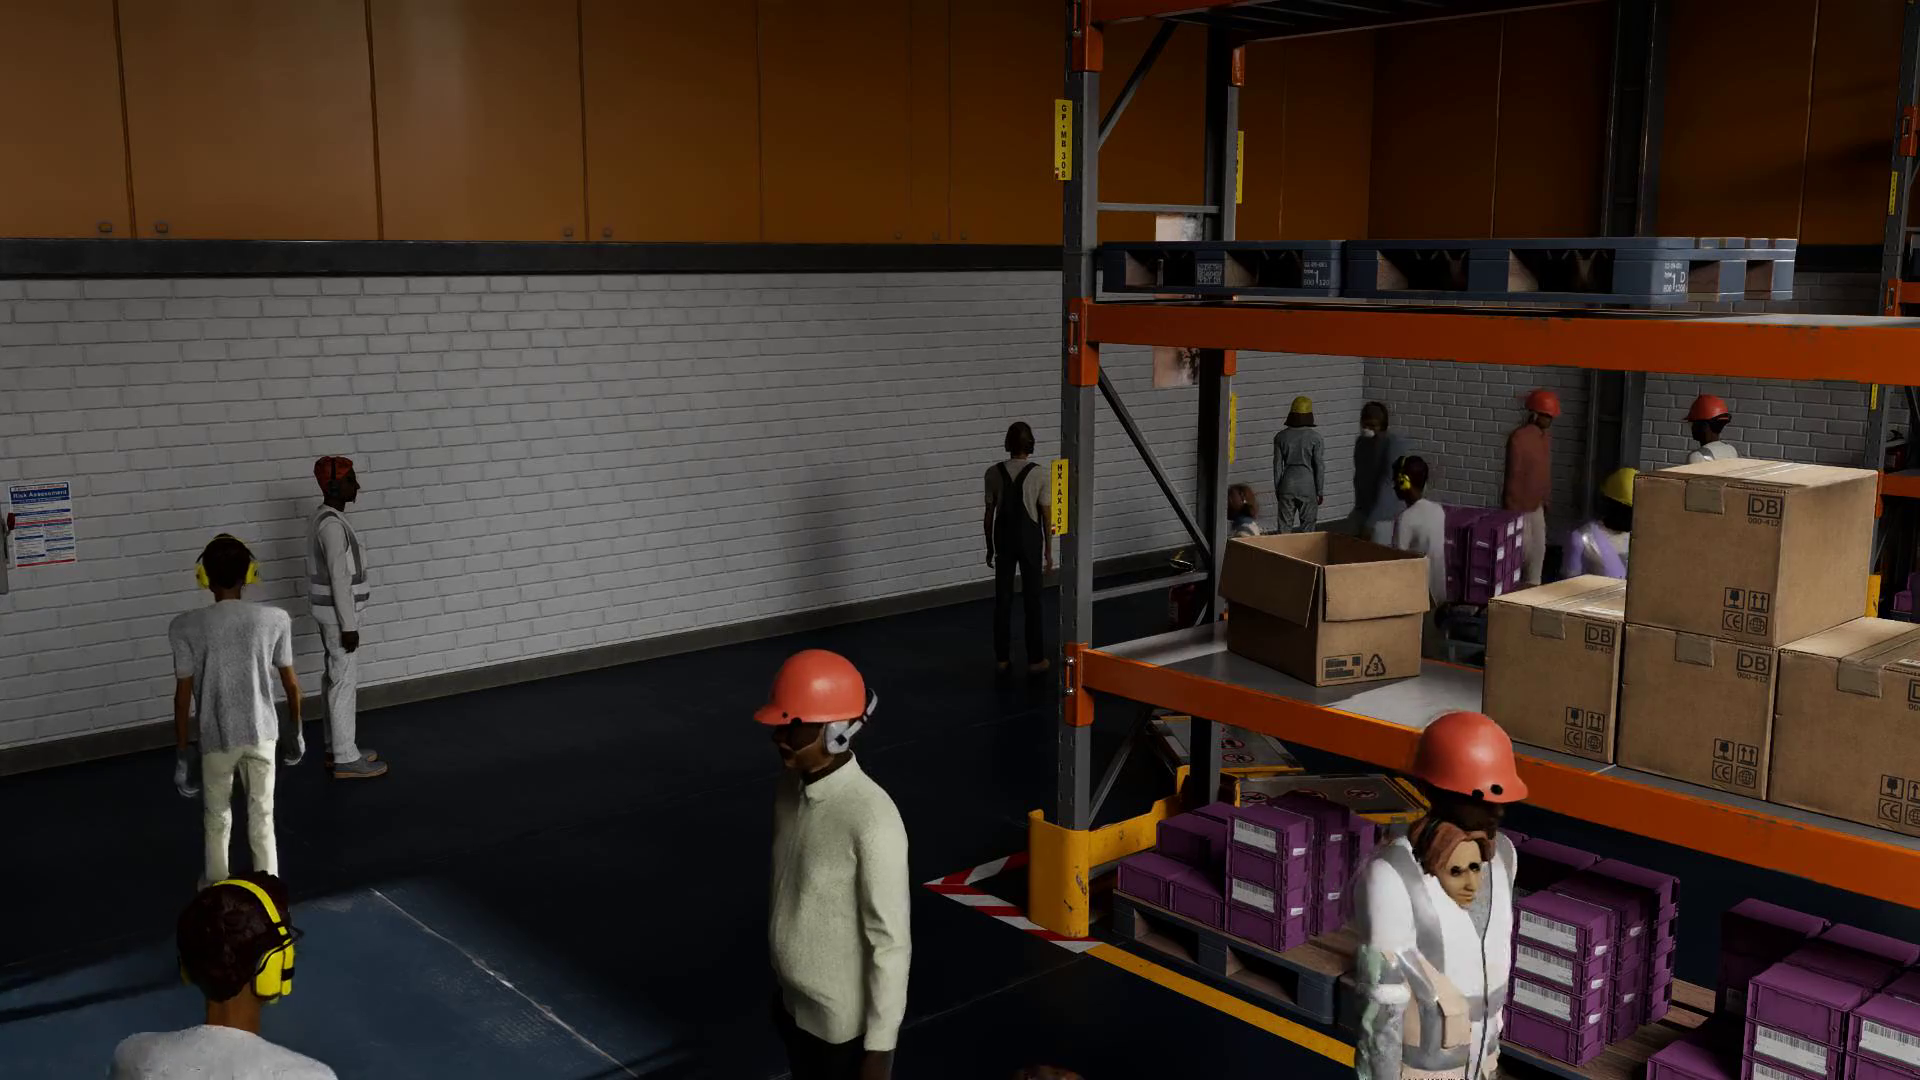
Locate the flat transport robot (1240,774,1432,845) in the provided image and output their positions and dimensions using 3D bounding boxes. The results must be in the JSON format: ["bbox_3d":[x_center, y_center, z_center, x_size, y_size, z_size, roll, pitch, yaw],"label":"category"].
[{"bbox_3d":[1.887,1.425,8.710,1.431,0.197,0.652,-1,10,-5],"label":"flat transport robot"}]

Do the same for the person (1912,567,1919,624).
[{"bbox_3d":[4.715,0.724,7.939,0.637,1.936,0.355,-9,13,-43],"label":"person"}]

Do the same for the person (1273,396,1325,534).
[{"bbox_3d":[3.157,-0.468,15.492,0.486,1.744,0.294,5,11,27],"label":"person"}]

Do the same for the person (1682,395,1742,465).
[{"bbox_3d":[5.366,-0.031,12.054,0.614,2.041,0.393,-7,12,-37],"label":"person"}]

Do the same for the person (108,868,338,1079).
[{"bbox_3d":[-1.409,1.561,3.351,0.518,1.836,0.810,1,10,8],"label":"person"}]

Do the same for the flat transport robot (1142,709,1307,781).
[{"bbox_3d":[1.521,1.256,9.699,0.652,0.197,1.431,-1,10,-5],"label":"flat transport robot"}]

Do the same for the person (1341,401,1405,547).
[{"bbox_3d":[3.301,-0.176,13.351,0.540,1.890,0.676,-3,10,-19],"label":"person"}]

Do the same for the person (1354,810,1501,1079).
[{"bbox_3d":[1.214,1.490,4.328,0.516,1.640,0.314,-6,11,-31],"label":"person"}]

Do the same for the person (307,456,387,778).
[{"bbox_3d":[-3.612,0.447,9.724,0.350,1.882,0.583,-5,11,-28],"label":"person"}]

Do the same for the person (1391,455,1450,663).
[{"bbox_3d":[2.759,0.389,10.267,0.942,1.809,0.561,7,12,35],"label":"person"}]

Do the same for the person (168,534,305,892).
[{"bbox_3d":[-3.201,0.876,7.363,0.566,1.825,0.924,-6,11,-30],"label":"person"}]

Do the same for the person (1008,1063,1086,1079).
[{"bbox_3d":[0.116,1.706,2.604,0.637,1.805,0.939,-1,10,-3],"label":"person"}]

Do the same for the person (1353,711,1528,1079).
[{"bbox_3d":[1.255,1.369,4.301,0.554,1.929,0.640,-6,11,-32],"label":"person"}]

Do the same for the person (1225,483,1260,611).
[{"bbox_3d":[1.861,0.427,10.626,0.564,1.618,0.611,2,10,14],"label":"person"}]

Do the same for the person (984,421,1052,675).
[{"bbox_3d":[0.425,0.062,12.089,0.506,1.845,0.342,3,10,17],"label":"person"}]

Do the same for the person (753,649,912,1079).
[{"bbox_3d":[-0.363,1.270,4.578,0.393,1.994,0.615,-6,11,-32],"label":"person"}]

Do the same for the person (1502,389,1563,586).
[{"bbox_3d":[4.659,-0.302,13.897,0.705,1.958,0.680,9,13,41],"label":"person"}]

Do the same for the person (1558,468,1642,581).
[{"bbox_3d":[3.691,0.507,9.435,0.613,1.858,1.011,-4,11,-23],"label":"person"}]
